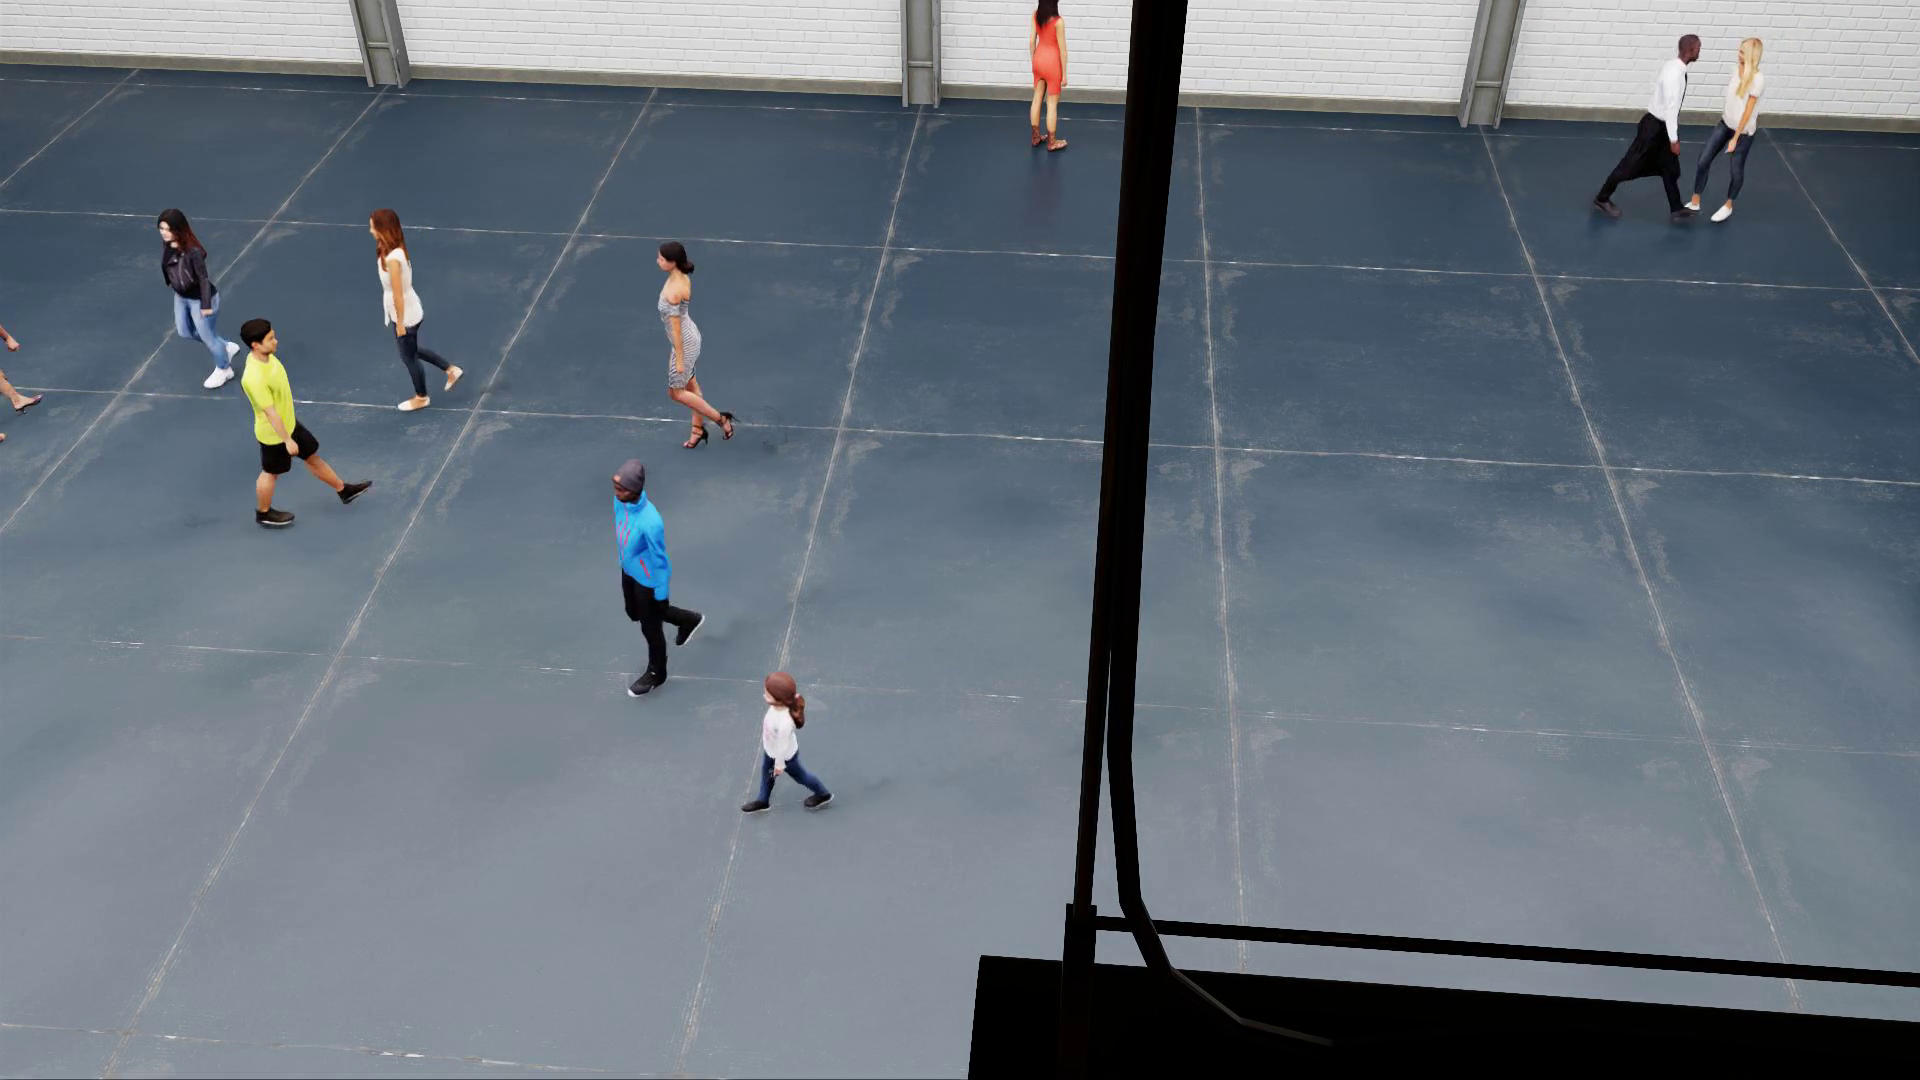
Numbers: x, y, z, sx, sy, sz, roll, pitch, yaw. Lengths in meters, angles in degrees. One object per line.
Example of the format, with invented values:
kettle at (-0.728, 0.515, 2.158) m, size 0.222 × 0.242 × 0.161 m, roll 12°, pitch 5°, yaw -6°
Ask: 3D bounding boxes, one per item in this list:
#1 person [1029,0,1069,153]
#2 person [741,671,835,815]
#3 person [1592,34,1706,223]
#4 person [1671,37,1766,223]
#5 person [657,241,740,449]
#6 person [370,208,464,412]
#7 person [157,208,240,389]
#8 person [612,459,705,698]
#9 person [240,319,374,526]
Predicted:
person at (0.889, -4.792, 16.842) m, size 0.634 × 1.719 × 0.722 m, roll 28°, pitch 46°, yaw 31°
person at (-0.989, 1.214, 9.827) m, size 0.834 × 1.088 × 0.628 m, roll -10°, pitch 40°, yaw -12°
person at (6.417, -3.841, 15.599) m, size 1.337 × 1.783 × 1.028 m, roll 20°, pitch 43°, yaw 23°
person at (7.337, -3.831, 15.589) m, size 0.930 × 1.780 × 0.819 m, roll -16°, pitch 41°, yaw -19°
person at (-1.990, -1.445, 12.575) m, size 0.754 × 1.814 × 0.648 m, roll -1°, pitch 39°, yaw -2°
person at (-4.280, -1.808, 13.061) m, size 0.895 × 1.774 × 0.777 m, roll -11°, pitch 40°, yaw -13°
person at (-6.082, -1.975, 13.395) m, size 0.784 × 1.618 × 0.866 m, roll 28°, pitch 46°, yaw 30°
person at (-1.921, 0.187, 10.556) m, size 1.006 × 1.782 × 0.951 m, roll -28°, pitch 47°, yaw -31°
person at (-4.965, -0.795, 11.884) m, size 1.165 × 1.661 × 0.868 m, roll -7°, pitch 39°, yaw -9°
